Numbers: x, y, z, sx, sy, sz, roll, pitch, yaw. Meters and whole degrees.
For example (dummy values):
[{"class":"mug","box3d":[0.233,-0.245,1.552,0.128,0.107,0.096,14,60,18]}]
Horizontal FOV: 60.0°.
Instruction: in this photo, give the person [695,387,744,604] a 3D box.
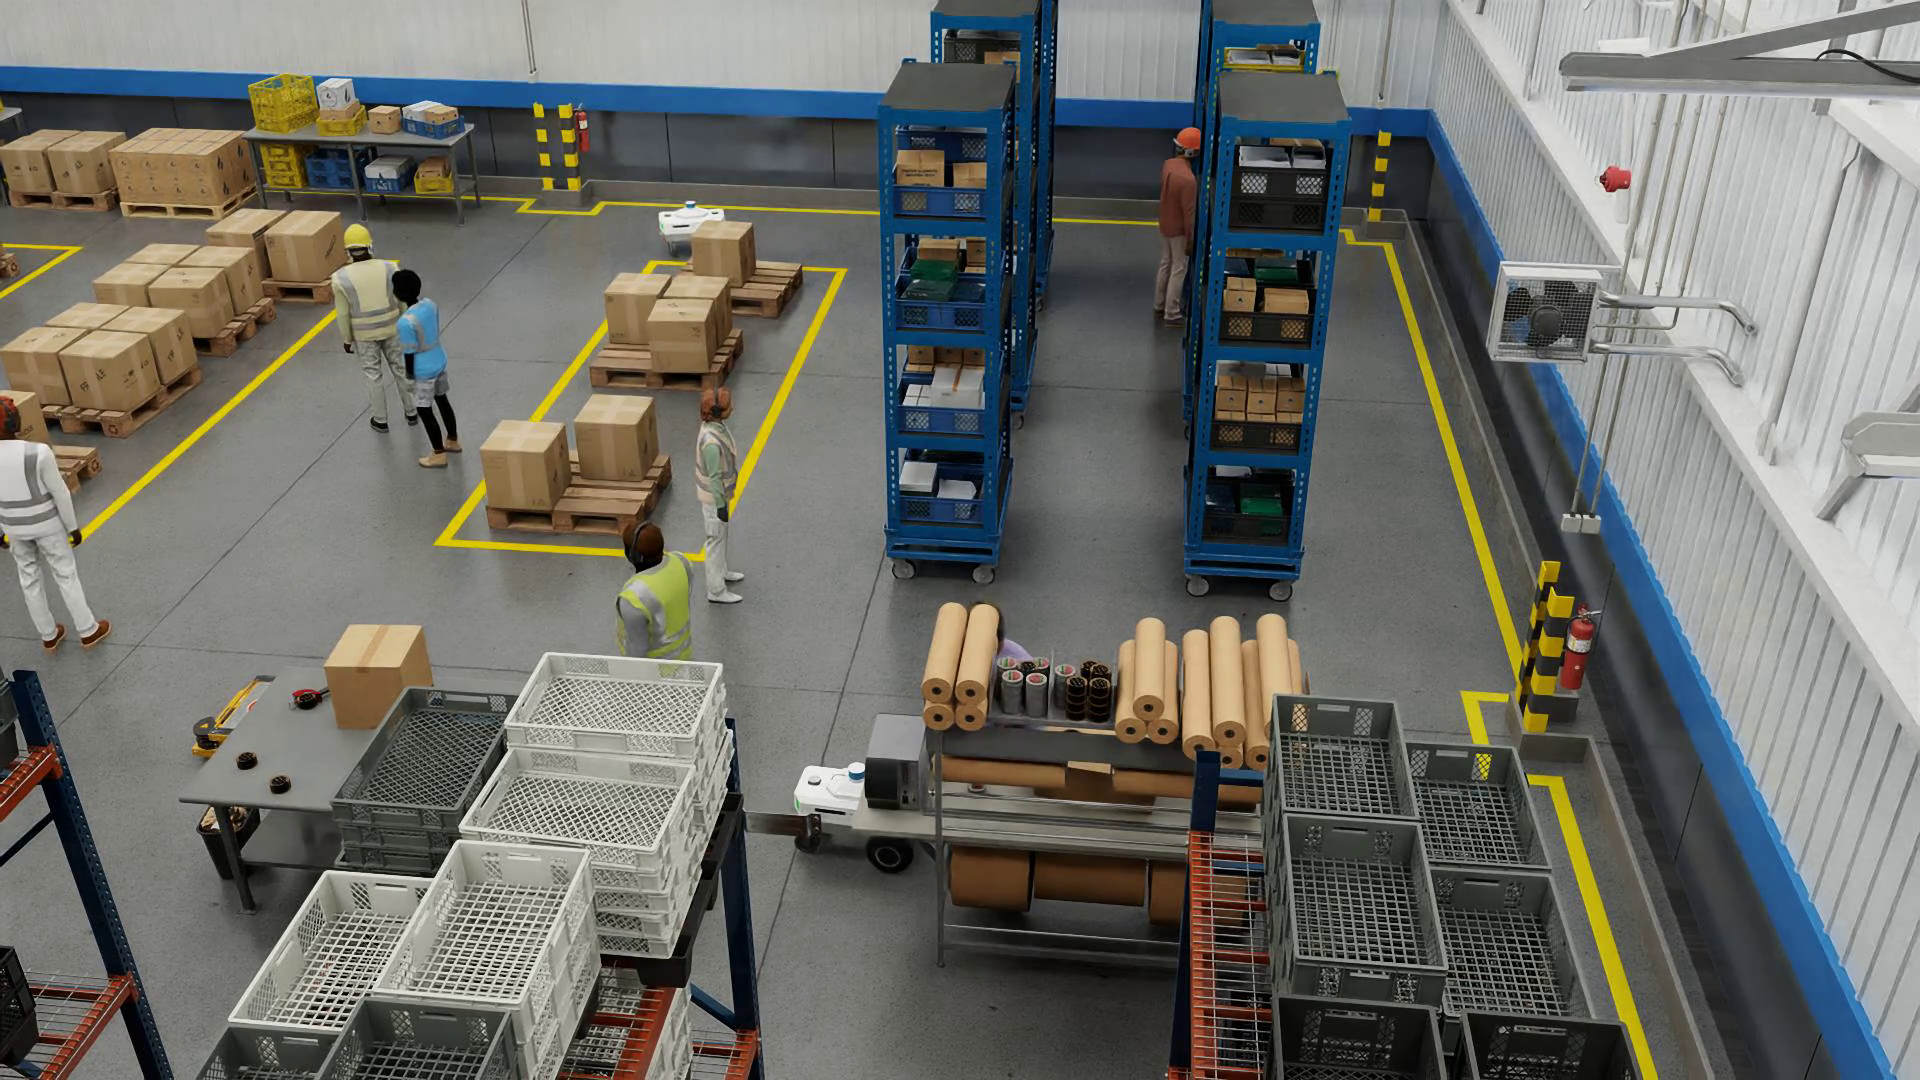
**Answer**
[{"class":"person","box3d":[-1.720,-0.329,11.873,0.317,1.633,0.519,-2,30,-3]}]

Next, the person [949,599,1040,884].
[{"class":"person","box3d":[0.154,1.128,9.078,0.630,1.930,0.375,18,35,28]}]

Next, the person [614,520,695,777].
[{"class":"person","box3d":[-1.810,0.702,9.891,0.429,1.843,0.628,12,32,19]}]

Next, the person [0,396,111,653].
[{"class":"person","box3d":[-6.242,-0.092,11.213,0.575,1.883,0.362,-2,30,-4]}]

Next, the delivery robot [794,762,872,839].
[{"class":"delivery robot","box3d":[-0.595,1.514,9.675,0.707,0.478,0.477,6,31,10]}]

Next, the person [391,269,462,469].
[{"class":"person","box3d":[-4.396,-1.414,13.676,0.319,1.692,0.536,5,31,9]}]

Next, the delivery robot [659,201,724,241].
[{"class":"delivery robot","box3d":[-2.941,-3.477,18.248,0.707,0.478,0.477,-4,31,-7]}]

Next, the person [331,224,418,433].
[{"class":"person","box3d":[-4.996,-1.798,14.201,0.591,1.824,0.404,-18,35,-27]}]

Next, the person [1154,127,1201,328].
[{"class":"person","box3d":[2.140,-3.032,16.170,0.406,1.981,0.624,-9,31,-16]}]
